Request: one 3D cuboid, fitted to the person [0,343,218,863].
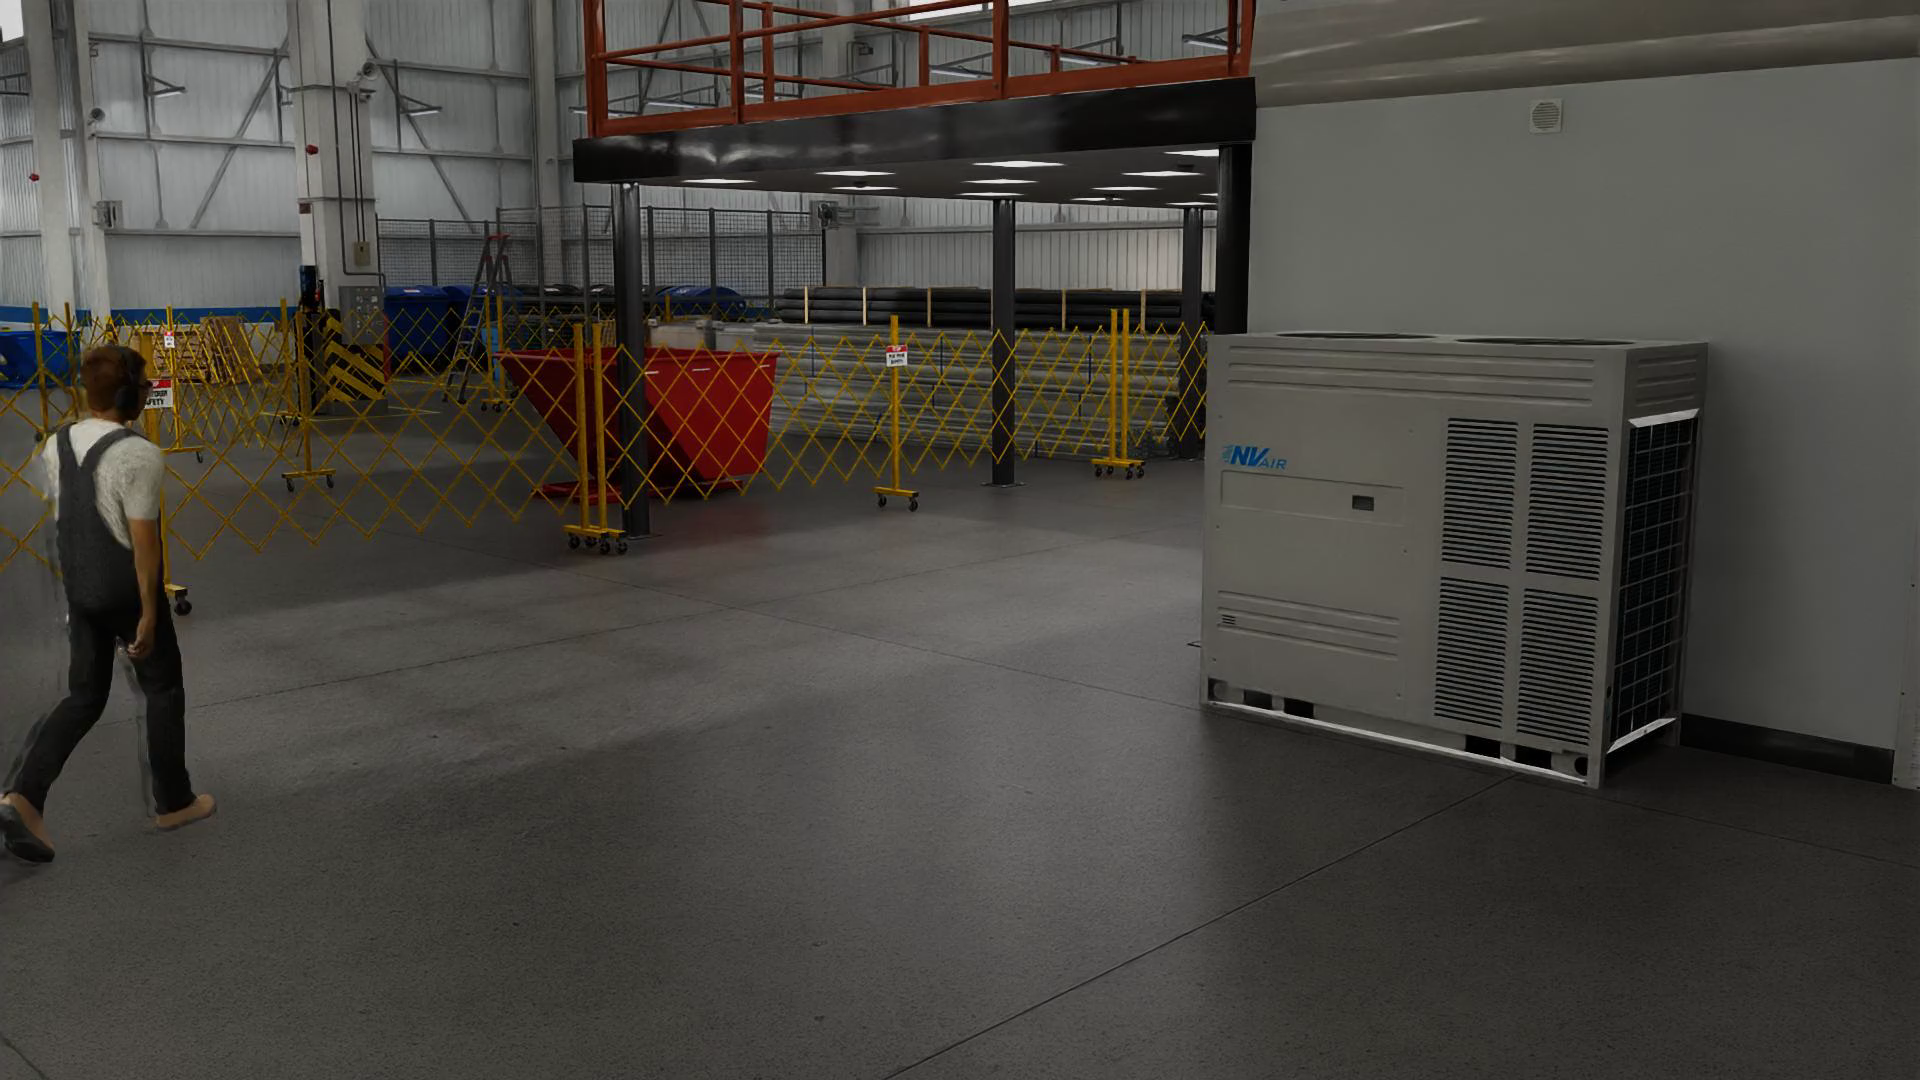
[{"bbox_3d":[-3.038,0.222,5.858,0.518,1.818,0.806,2,10,15],"label":"person"}]
